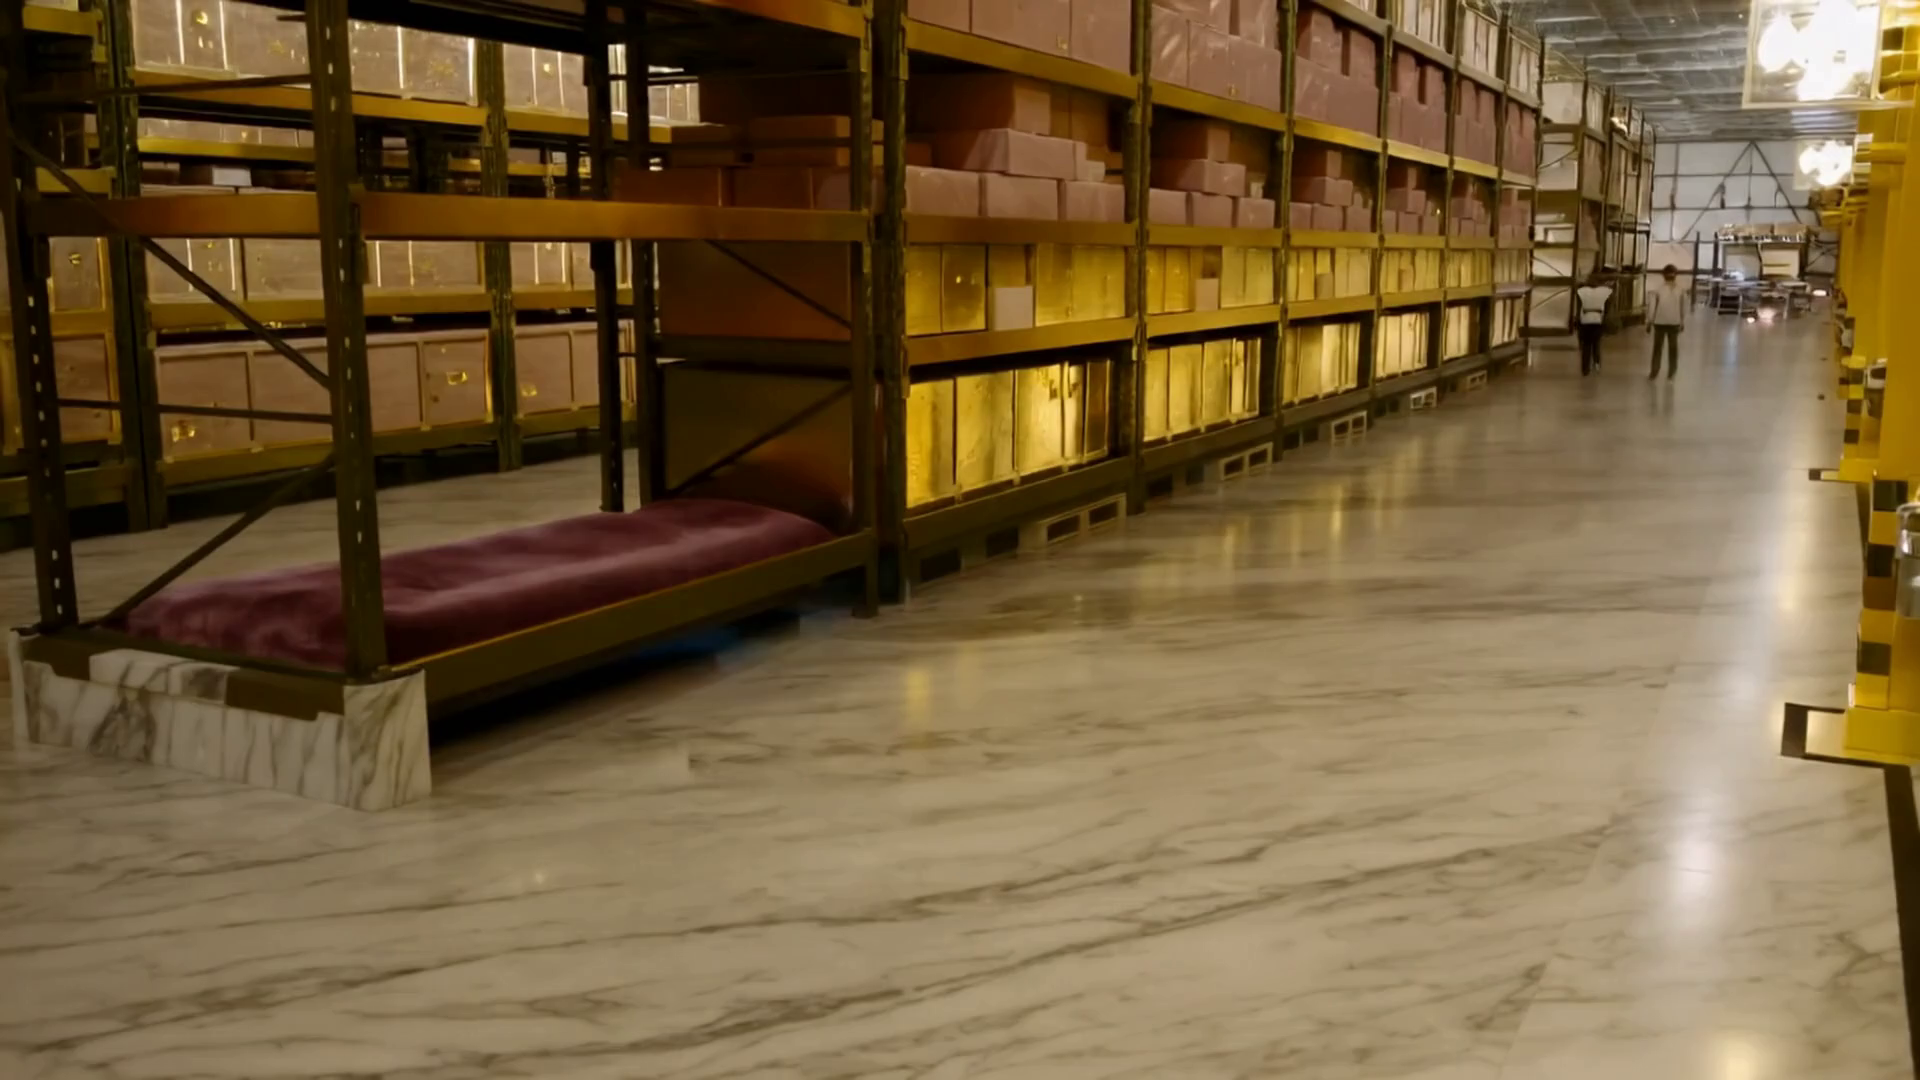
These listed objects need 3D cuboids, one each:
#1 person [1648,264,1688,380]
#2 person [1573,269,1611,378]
[{"bbox_3d":[12.151,-3.735,28.572,0.624,1.990,0.399,1,10,6],"label":"person"},{"bbox_3d":[10.997,-3.761,28.971,0.601,1.901,0.443,2,10,9],"label":"person"}]
